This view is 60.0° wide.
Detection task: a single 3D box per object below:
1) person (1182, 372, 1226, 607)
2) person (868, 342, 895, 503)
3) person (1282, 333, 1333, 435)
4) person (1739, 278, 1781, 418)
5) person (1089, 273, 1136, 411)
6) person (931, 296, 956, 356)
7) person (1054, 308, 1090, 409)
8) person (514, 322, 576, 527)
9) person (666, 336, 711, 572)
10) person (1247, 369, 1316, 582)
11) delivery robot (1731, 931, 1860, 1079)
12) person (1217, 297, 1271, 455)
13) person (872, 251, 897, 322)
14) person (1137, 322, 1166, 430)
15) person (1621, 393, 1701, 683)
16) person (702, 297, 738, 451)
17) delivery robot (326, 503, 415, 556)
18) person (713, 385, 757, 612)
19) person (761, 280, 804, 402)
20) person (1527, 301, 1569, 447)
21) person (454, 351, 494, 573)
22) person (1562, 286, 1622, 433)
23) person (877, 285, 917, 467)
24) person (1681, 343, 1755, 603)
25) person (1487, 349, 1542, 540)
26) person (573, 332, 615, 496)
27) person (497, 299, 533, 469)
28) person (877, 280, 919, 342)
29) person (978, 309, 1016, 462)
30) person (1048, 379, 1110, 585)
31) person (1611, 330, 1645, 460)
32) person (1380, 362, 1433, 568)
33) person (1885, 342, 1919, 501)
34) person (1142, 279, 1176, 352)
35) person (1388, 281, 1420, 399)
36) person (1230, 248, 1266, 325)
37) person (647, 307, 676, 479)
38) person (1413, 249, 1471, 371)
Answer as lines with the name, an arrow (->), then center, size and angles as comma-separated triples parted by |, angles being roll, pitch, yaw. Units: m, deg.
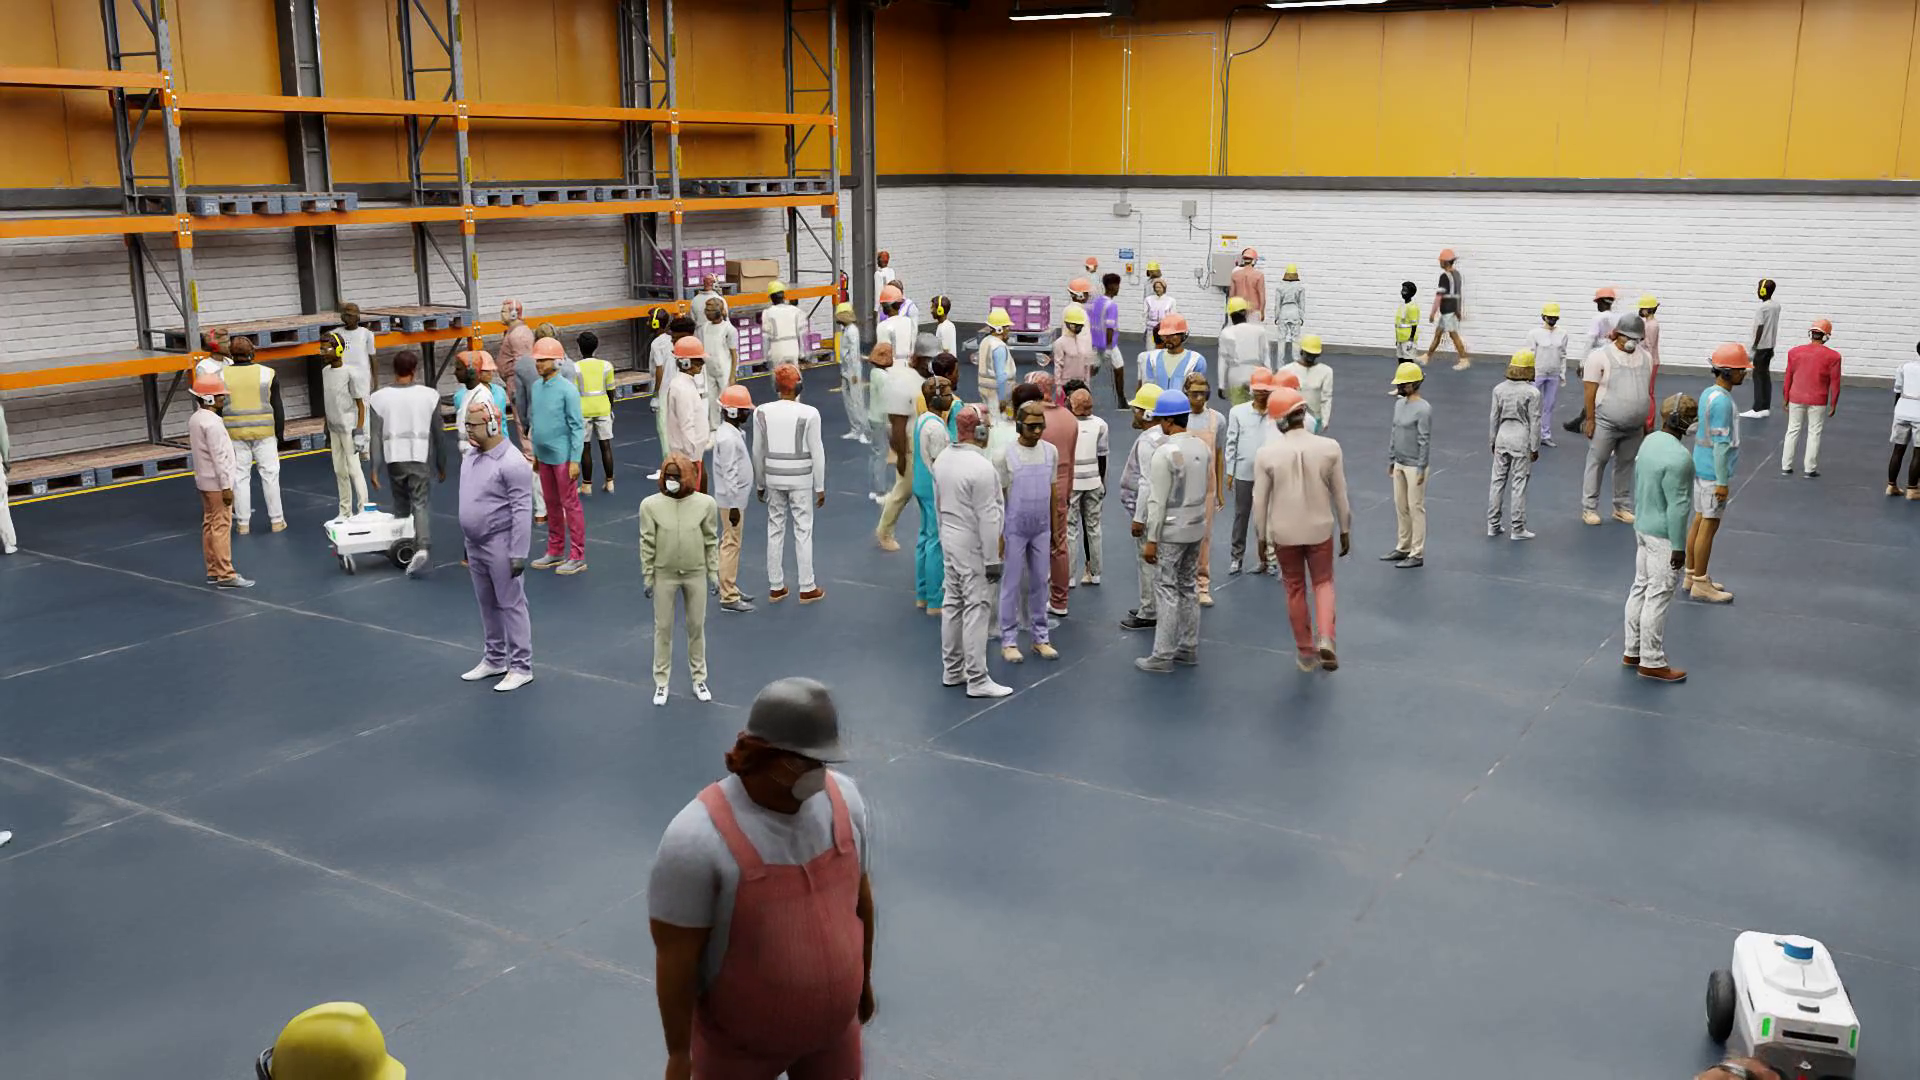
person -> 1.802, -0.386, 12.909 | 0.520, 1.843, 0.331 | -1, 13, -4
person -> -0.785, -1.191, 16.862 | 0.286, 1.634, 0.500 | -3, 13, -15
person -> 3.453, -1.212, 16.715 | 0.533, 1.743, 0.452 | 1, 13, 3
person -> 10.778, -2.571, 22.346 | 0.532, 1.865, 0.311 | -10, 16, -36
person -> 1.944, -2.711, 22.839 | 0.984, 1.927, 0.618 | -5, 14, -22
person -> -0.194, -1.940, 19.597 | 0.309, 1.868, 0.535 | 1, 13, 6
person -> 1.307, -1.799, 19.239 | 0.521, 1.758, 0.350 | -11, 17, -39
person -> -3.883, -1.086, 15.742 | 0.635, 1.936, 0.358 | 4, 13, 15
person -> -2.277, -0.727, 14.057 | 0.388, 1.992, 0.625 | -3, 13, -13
person -> 2.657, -0.537, 13.761 | 0.327, 1.753, 0.562 | -9, 16, -34
delivery robot -> 3.156, 1.741, 6.304 | 0.477, 0.478, 0.707 | 4, 13, 17
person -> 3.240, -1.826, 19.037 | 0.607, 1.893, 0.607 | -3, 13, -14
person -> -1.298, -3.990, 28.462 | 0.355, 1.882, 0.576 | 8, 15, 30
person -> 1.982, -1.252, 16.649 | 0.522, 1.858, 0.338 | 12, 17, 41
person -> 4.704, -0.023, 11.133 | 0.357, 1.936, 0.637 | 0, 13, 2
person -> -2.861, -1.957, 19.729 | 0.505, 1.842, 0.345 | 8, 15, 32
delivery robot -> -5.012, -0.072, 14.170 | 0.707, 0.478, 0.477 | -6, 14, -26
person -> -1.726, -0.328, 12.861 | 0.347, 1.746, 0.572 | -2, 13, -7
person -> -2.260, -2.407, 21.574 | 0.655, 1.894, 0.622 | -9, 16, -33
person -> 7.055, -1.985, 20.016 | 0.526, 1.768, 0.331 | -2, 13, -7
person -> -4.041, -0.652, 13.983 | 0.357, 1.881, 0.574 | -6, 14, -25
person -> 8.086, -2.225, 20.855 | 0.634, 1.870, 0.971 | -10, 16, -37
person -> -0.753, -1.854, 18.836 | 0.377, 2.047, 0.605 | 10, 16, 37
person -> 5.978, -0.536, 13.125 | 0.374, 2.044, 0.605 | 3, 13, 13
person -> 5.105, -0.881, 15.278 | 0.318, 1.742, 0.492 | -10, 17, -38
person -> -3.821, -1.306, 17.224 | 0.540, 1.695, 0.317 | -9, 16, -35
person -> -4.962, -1.732, 18.603 | 0.402, 1.910, 0.652 | -2, 13, -10
person -> -0.876, -2.608, 22.572 | 0.622, 1.838, 0.429 | 8, 15, 30
person -> 0.407, -1.613, 18.257 | 0.404, 1.834, 0.591 | -4, 14, -16
person -> 0.947, -0.473, 13.609 | 0.540, 1.695, 0.317 | 6, 14, 24
person -> 7.755, -1.755, 19.312 | 0.280, 1.632, 0.501 | 0, 13, -1
person -> 3.822, -0.644, 14.226 | 0.345, 1.758, 0.532 | -4, 13, -16
person -> 9.757, -1.239, 16.955 | 0.321, 1.685, 0.542 | -6, 14, -26
person -> 3.036, -3.156, 25.371 | 0.514, 1.641, 0.315 | 3, 13, 14
person -> 6.473, -2.907, 24.162 | 0.318, 1.700, 0.536 | -2, 13, -9
person -> 4.738, -3.776, 27.313 | 0.631, 1.994, 0.396 | 8, 15, 32
person -> -3.246, -1.590, 18.079 | 0.321, 1.871, 0.532 | 2, 13, 10
person -> 7.987, -3.784, 27.359 | 1.106, 1.977, 0.627 | 10, 16, 37
